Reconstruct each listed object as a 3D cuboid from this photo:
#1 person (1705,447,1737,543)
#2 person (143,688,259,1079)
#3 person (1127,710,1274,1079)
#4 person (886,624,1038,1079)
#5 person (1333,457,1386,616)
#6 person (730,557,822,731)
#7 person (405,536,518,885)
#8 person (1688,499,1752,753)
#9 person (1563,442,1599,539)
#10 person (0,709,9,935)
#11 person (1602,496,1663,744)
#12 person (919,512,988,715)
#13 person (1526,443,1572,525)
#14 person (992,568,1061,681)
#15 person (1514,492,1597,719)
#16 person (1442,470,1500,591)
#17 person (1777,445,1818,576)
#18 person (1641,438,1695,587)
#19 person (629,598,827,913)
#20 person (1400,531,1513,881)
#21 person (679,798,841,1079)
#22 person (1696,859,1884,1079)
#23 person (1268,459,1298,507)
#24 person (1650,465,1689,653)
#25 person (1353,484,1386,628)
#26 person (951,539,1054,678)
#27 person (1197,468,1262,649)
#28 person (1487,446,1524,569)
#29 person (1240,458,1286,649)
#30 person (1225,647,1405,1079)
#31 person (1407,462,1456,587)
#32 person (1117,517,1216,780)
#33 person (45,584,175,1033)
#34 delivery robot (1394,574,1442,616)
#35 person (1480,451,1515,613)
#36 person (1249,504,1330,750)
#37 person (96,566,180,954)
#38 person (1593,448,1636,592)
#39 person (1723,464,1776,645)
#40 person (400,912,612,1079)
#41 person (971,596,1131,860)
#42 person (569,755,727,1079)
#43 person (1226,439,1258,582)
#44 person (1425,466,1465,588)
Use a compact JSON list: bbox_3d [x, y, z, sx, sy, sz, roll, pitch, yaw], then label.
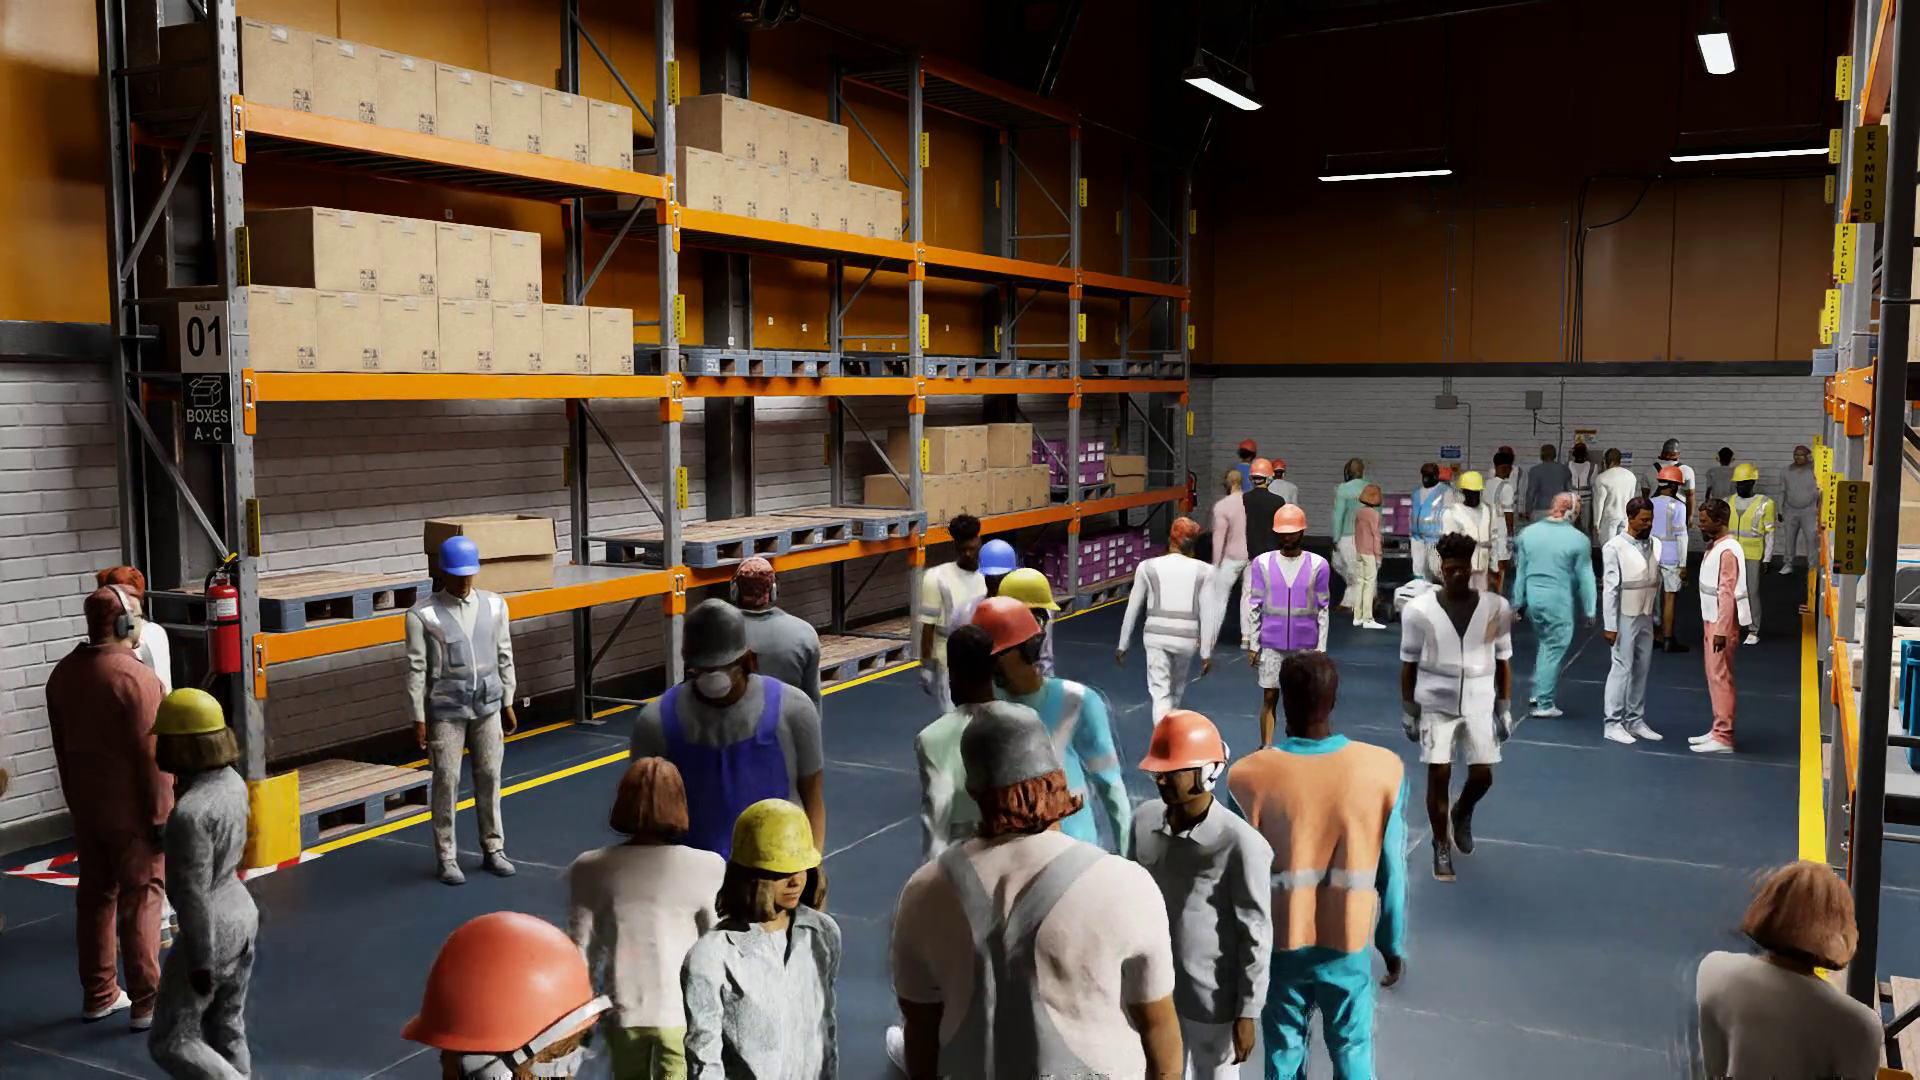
[{"bbox_3d":[11.095,-0.427,24.235,0.553,1.865,0.316,2,6,16],"label":"person"},{"bbox_3d":[-2.570,1.362,5.715,0.400,1.731,0.489,0,5,-3],"label":"person"},{"bbox_3d":[0.706,1.394,5.197,0.342,1.751,0.564,-4,7,-40],"label":"person"},{"bbox_3d":[0.073,1.240,6.258,0.609,1.861,1.024,-3,6,-29],"label":"person"},{"bbox_3d":[4.782,-0.030,19.813,0.646,1.912,0.871,-3,6,-28],"label":"person"},{"bbox_3d":[-1.005,1.035,8.254,0.643,1.908,0.410,-2,6,-19],"label":"person"},{"bbox_3d":[-2.755,0.933,9.219,0.622,1.933,0.420,-4,7,-40],"label":"person"},{"bbox_3d":[5.723,0.640,12.522,0.410,1.906,0.602,2,6,16],"label":"person"},{"bbox_3d":[9.594,-0.578,25.809,0.574,1.876,0.355,2,6,20],"label":"person"},{"bbox_3d":[-4.853,1.072,7.851,0.650,1.911,0.560,-1,5,-13],"label":"person"},{"bbox_3d":[5.181,0.610,12.845,0.598,1.908,0.402,-3,6,-31],"label":"person"},{"bbox_3d":[0.053,0.781,10.790,0.694,1.941,0.526,-2,6,-17],"label":"person"},{"bbox_3d":[8.411,-0.412,23.703,0.700,1.927,0.386,-1,5,-12],"label":"person"},{"bbox_3d":[0.266,1.084,7.624,0.382,1.922,0.594,-1,5,-9],"label":"person"},{"bbox_3d":[4.952,0.537,13.729,0.542,1.884,0.670,-4,6,-35],"label":"person"},{"bbox_3d":[5.135,0.237,16.838,0.596,1.906,0.713,-2,6,-16],"label":"person"},{"bbox_3d":[12.140,-0.424,24.026,0.648,1.900,0.396,5,7,42],"label":"person"},{"bbox_3d":[9.703,-0.379,22.750,0.687,2.000,0.535,4,7,37],"label":"person"},{"bbox_3d":[-0.829,1.185,5.930,0.712,2.000,0.536,0,5,-3],"label":"person"},{"bbox_3d":[2.771,0.912,9.322,0.627,1.951,0.484,1,5,7],"label":"person"},{"bbox_3d":[-0.466,1.498,4.135,0.309,1.744,0.485,5,7,43],"label":"person"},{"bbox_3d":[2.036,1.576,4.147,0.871,1.586,0.494,-4,6,-35],"label":"person"},{"bbox_3d":[4.311,-0.226,22.629,0.573,1.749,0.338,-1,5,-12],"label":"person"},{"bbox_3d":[7.282,0.195,17.150,0.362,1.934,0.543,-3,6,-26],"label":"person"},{"bbox_3d":[4.642,0.184,18.866,0.264,1.632,0.508,-1,5,-13],"label":"person"},{"bbox_3d":[0.250,0.921,9.517,0.600,1.903,0.984,1,5,6],"label":"person"},{"bbox_3d":[2.877,0.195,17.372,0.695,1.918,0.477,-3,6,-27],"label":"person"},{"bbox_3d":[8.137,-0.473,24.776,0.579,1.865,0.821,-1,5,-8],"label":"person"},{"bbox_3d":[3.130,0.152,17.275,0.608,1.997,0.375,4,6,35],"label":"person"},{"bbox_3d":[1.154,1.304,5.381,0.609,1.902,0.670,0,5,2],"label":"person"},{"bbox_3d":[5.741,-0.036,20.216,0.630,1.828,0.638,-4,6,-35],"label":"person"},{"bbox_3d":[1.474,0.750,11.791,0.668,1.834,1.015,0,5,0],"label":"person"},{"bbox_3d":[-3.582,1.138,7.142,0.639,1.909,0.409,3,6,26],"label":"person"},{"bbox_3d":[5.299,0.637,19.232,0.477,0.478,0.707,4,6,36],"label":"delivery robot"},{"bbox_3d":[6.527,-0.096,20.158,0.373,1.957,0.606,-2,6,-16],"label":"person"},{"bbox_3d":[2.282,0.714,11.547,0.551,1.935,0.375,1,5,13],"label":"person"},{"bbox_3d":[-4.019,1.060,8.123,0.354,1.881,0.576,-1,5,-10],"label":"person"},{"bbox_3d":[8.653,-0.254,22.034,0.622,1.932,0.368,-2,6,-18],"label":"person"},{"bbox_3d":[8.324,0.151,17.659,0.371,1.925,0.595,-4,7,-36],"label":"person"},{"bbox_3d":[-0.730,1.540,2.552,0.983,1.943,0.633,1,5,13],"label":"person"},{"bbox_3d":[0.324,1.180,6.392,0.629,1.983,0.890,4,7,36],"label":"person"},{"bbox_3d":[-0.935,1.467,5.131,0.500,1.619,0.349,1,5,10],"label":"person"},{"bbox_3d":[4.010,-0.421,23.411,0.612,2.018,0.900,4,7,36],"label":"person"},{"bbox_3d":[6.005,-0.046,20.695,0.562,1.753,0.327,0,5,5],"label":"person"}]
